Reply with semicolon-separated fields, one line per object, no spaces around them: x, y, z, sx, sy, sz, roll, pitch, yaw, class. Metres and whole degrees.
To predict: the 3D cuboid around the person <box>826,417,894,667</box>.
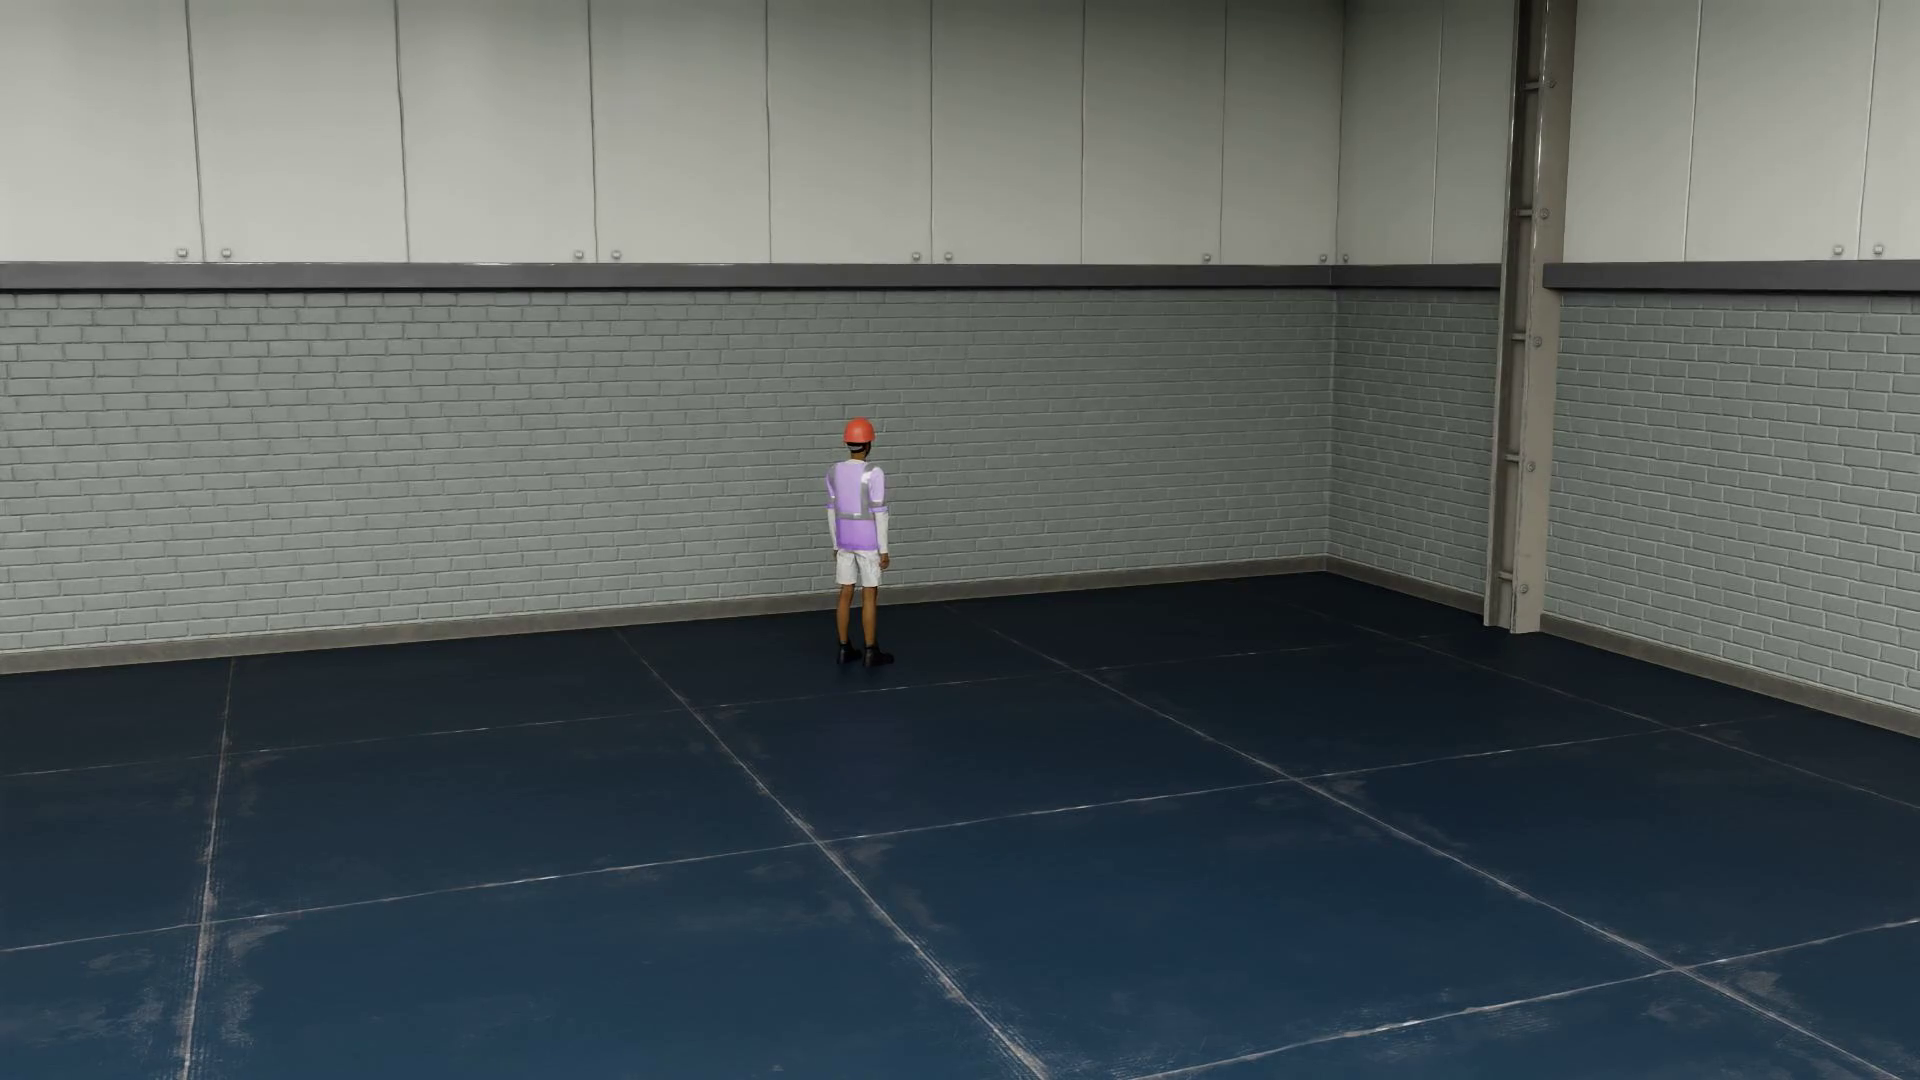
-0.770;0.017;12.918;0.551;1.942;0.345;6;11;33;person
